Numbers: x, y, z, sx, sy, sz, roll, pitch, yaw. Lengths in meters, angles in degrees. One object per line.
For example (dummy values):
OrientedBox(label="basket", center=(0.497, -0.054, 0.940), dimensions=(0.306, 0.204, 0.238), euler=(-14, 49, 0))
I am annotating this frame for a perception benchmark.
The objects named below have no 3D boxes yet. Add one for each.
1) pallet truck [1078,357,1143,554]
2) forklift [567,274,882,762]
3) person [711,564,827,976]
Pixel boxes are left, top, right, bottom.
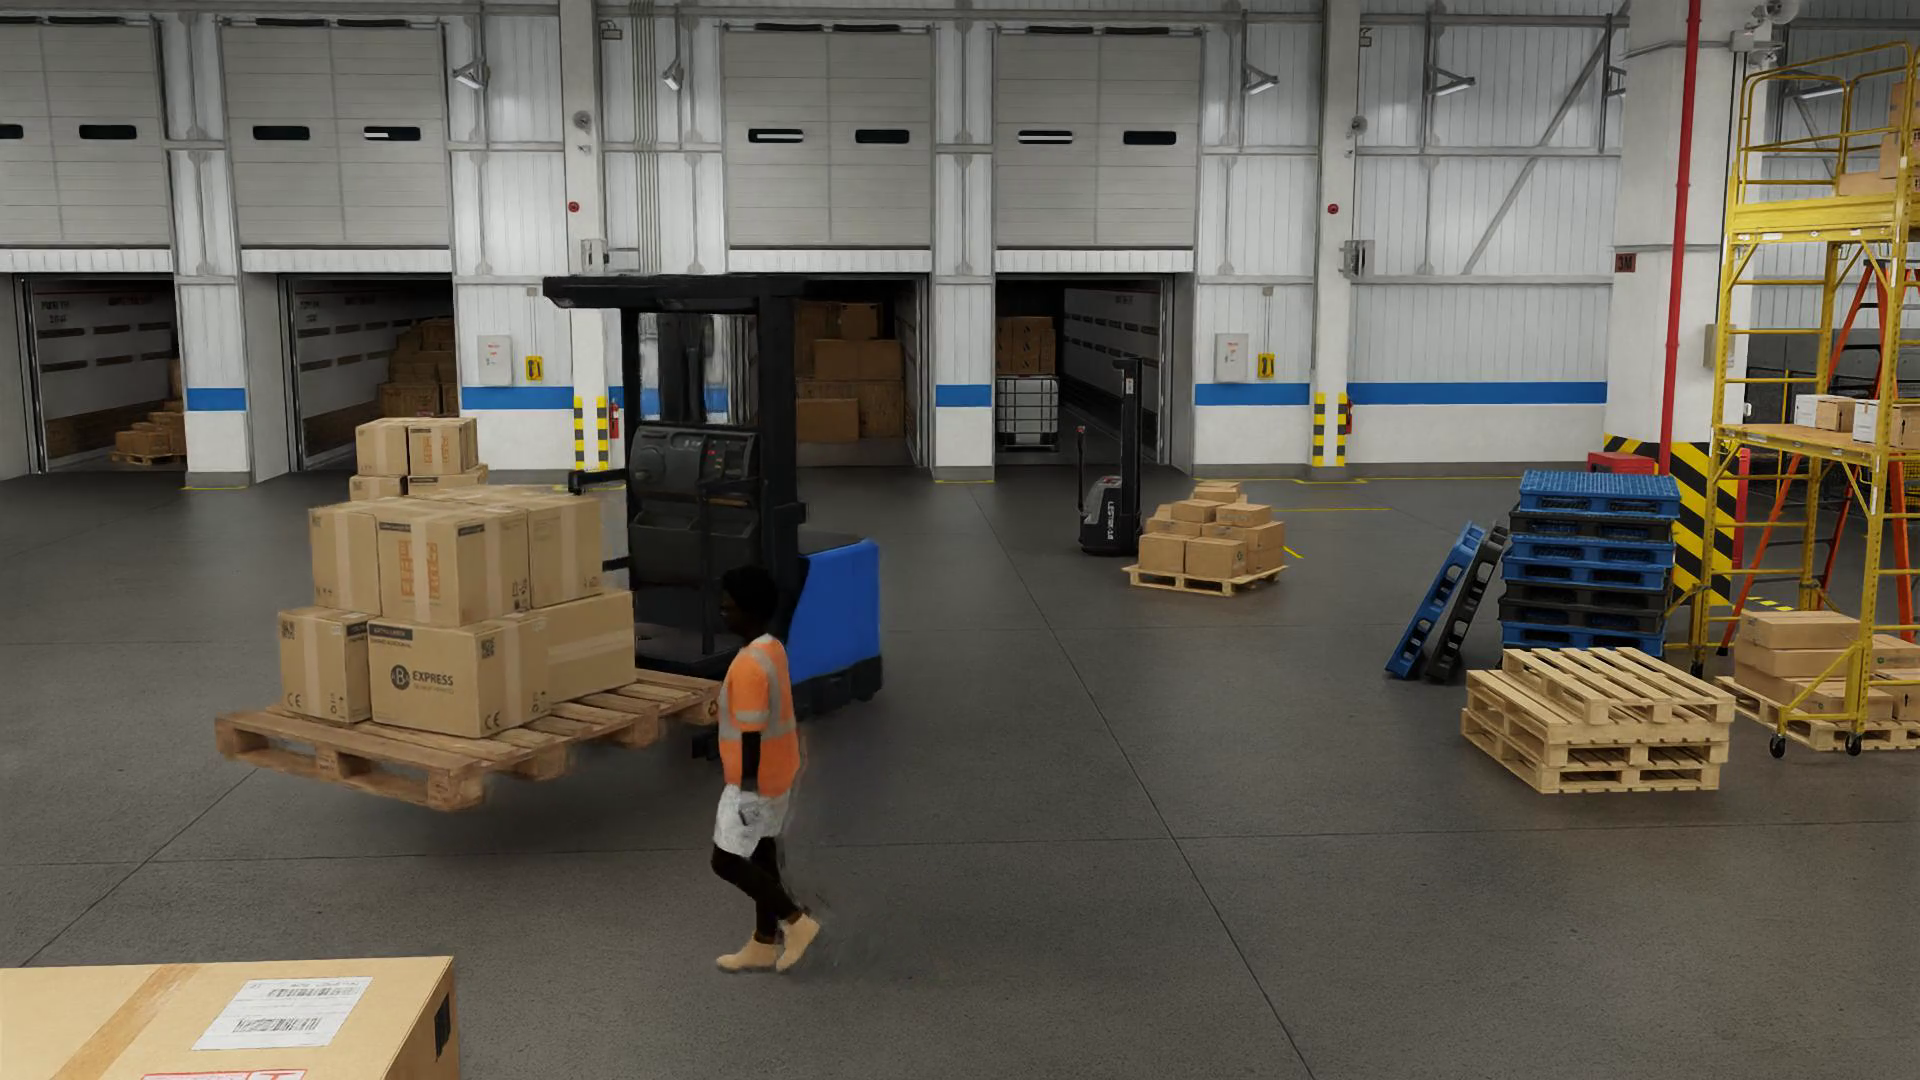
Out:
OrientedBox(label="pallet truck", center=(2.088, -0.836, 16.757), dimensions=(1.885, 1.965, 0.823), euler=(2, 9, 13))
OrientedBox(label="forklift", center=(-1.418, -0.259, 10.376), dimensions=(1.129, 2.768, 1.873), euler=(6, 11, 31))
OrientedBox(label="person", center=(-0.794, 0.934, 6.604), dimensions=(0.395, 1.684, 0.554), euler=(1, 9, 3))
